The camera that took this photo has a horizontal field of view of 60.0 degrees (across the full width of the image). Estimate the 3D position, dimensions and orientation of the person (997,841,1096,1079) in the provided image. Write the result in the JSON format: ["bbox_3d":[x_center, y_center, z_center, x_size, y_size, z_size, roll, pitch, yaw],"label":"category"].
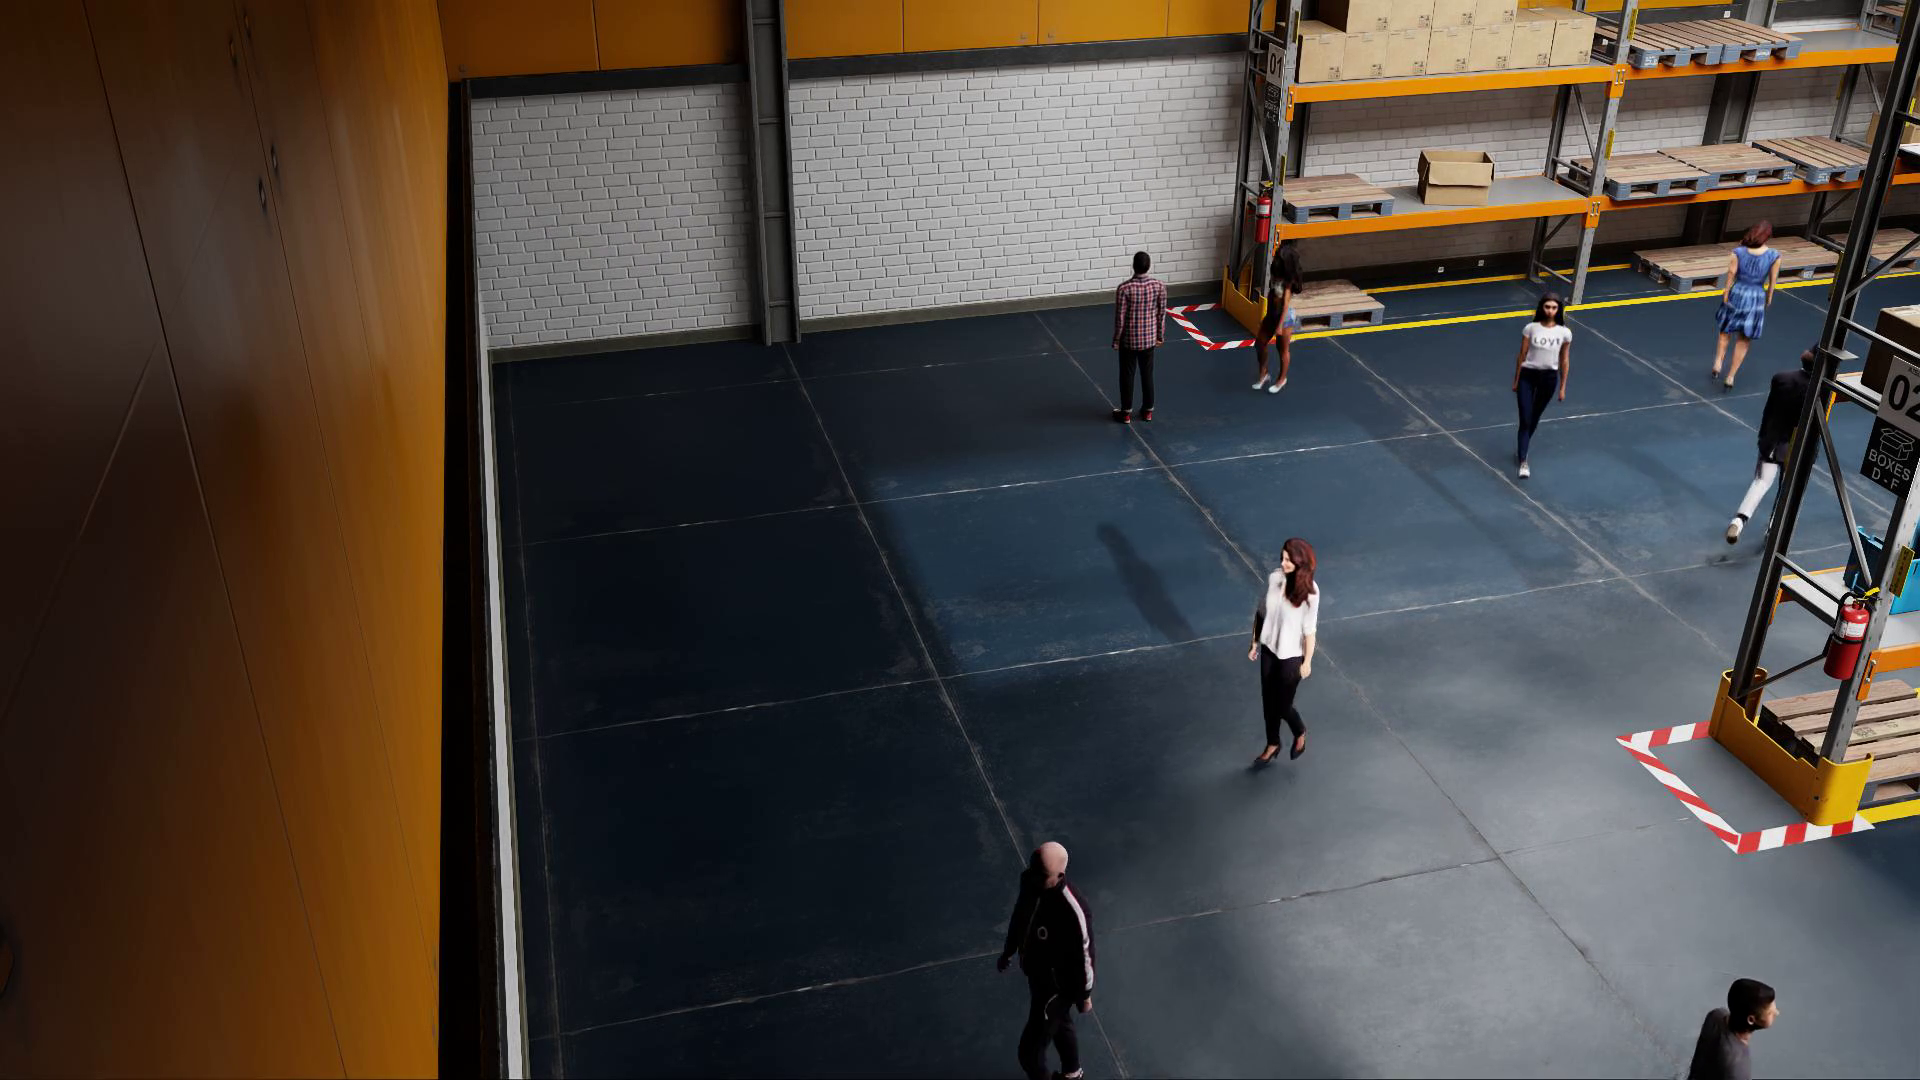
[{"bbox_3d":[0.569,2.246,8.607,0.824,1.809,0.745,-11,31,-20],"label":"person"}]

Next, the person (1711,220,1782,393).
[{"bbox_3d":[8.061,-2.369,17.088,0.843,1.789,0.903,16,32,27],"label":"person"}]

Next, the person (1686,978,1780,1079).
[{"bbox_3d":[3.399,2.734,7.781,0.926,1.744,0.836,8,30,14],"label":"person"}]

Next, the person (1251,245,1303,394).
[{"bbox_3d":[3.342,-2.259,17.071,0.662,1.613,0.609,-11,30,-19],"label":"person"}]

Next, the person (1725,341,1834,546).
[{"bbox_3d":[6.929,-0.789,14.046,1.176,1.929,0.977,-21,35,-33],"label":"person"}]

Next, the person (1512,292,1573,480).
[{"bbox_3d":[5.380,-1.472,15.505,1.136,1.730,1.008,5,29,10],"label":"person"}]

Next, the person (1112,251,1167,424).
[{"bbox_3d":[1.757,-2.015,16.467,0.491,1.761,0.747,-8,30,-14],"label":"person"}]

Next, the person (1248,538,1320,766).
[{"bbox_3d":[2.266,0.760,11.357,0.755,1.785,0.719,-20,35,-33],"label":"person"}]
